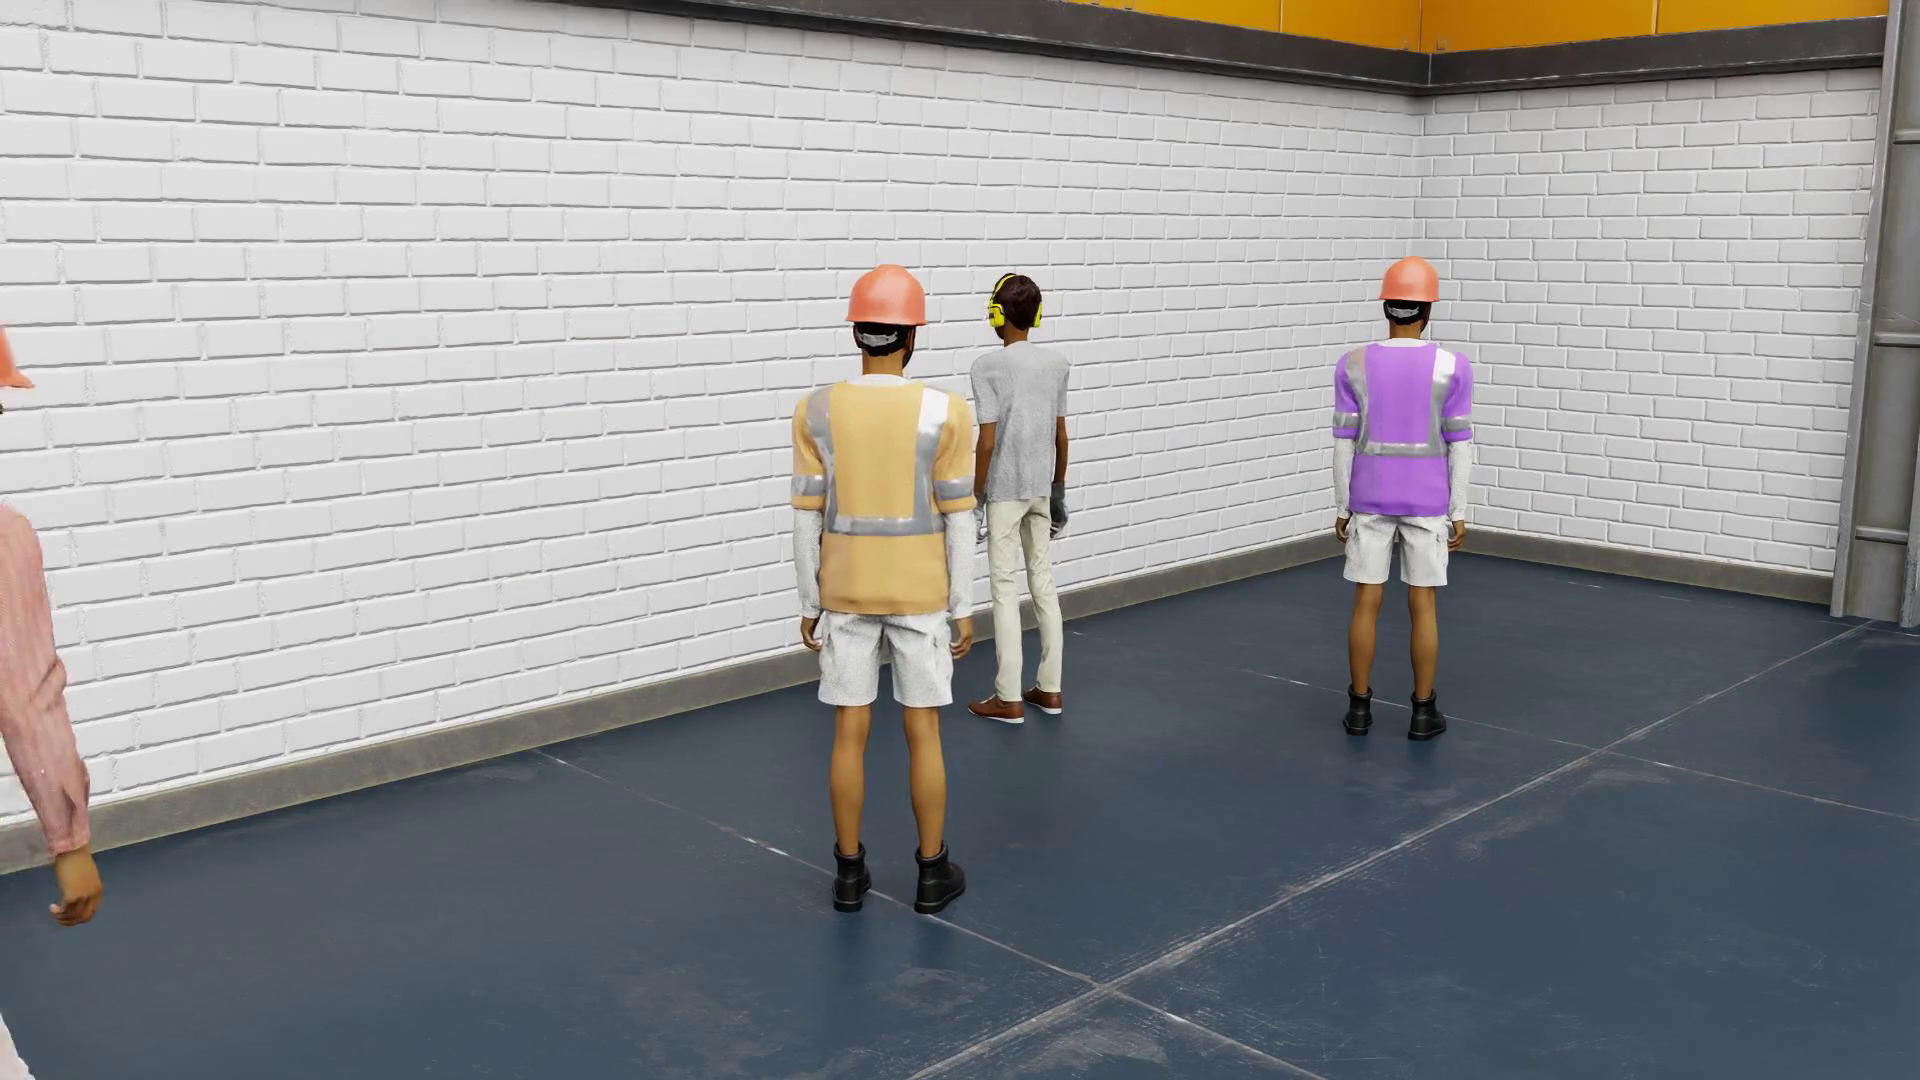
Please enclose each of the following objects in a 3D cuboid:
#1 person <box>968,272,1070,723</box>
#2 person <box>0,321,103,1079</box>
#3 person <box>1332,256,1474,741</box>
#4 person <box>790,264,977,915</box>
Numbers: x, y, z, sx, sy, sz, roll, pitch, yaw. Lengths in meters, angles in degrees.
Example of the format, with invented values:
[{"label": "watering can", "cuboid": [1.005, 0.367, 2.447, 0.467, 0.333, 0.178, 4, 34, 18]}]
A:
[{"label": "person", "cuboid": [0.234, -0.170, 6.941, 0.535, 1.868, 0.309, -8, 13, -36]}, {"label": "person", "cuboid": [-1.893, 0.507, 3.080, 0.646, 1.927, 1.035, 4, 11, 20]}, {"label": "person", "cuboid": [1.764, -0.156, 6.675, 0.544, 1.938, 0.355, 4, 11, 20]}, {"label": "person", "cuboid": [-0.221, 0.156, 4.973, 0.548, 1.936, 0.378, 1, 10, 8]}]
